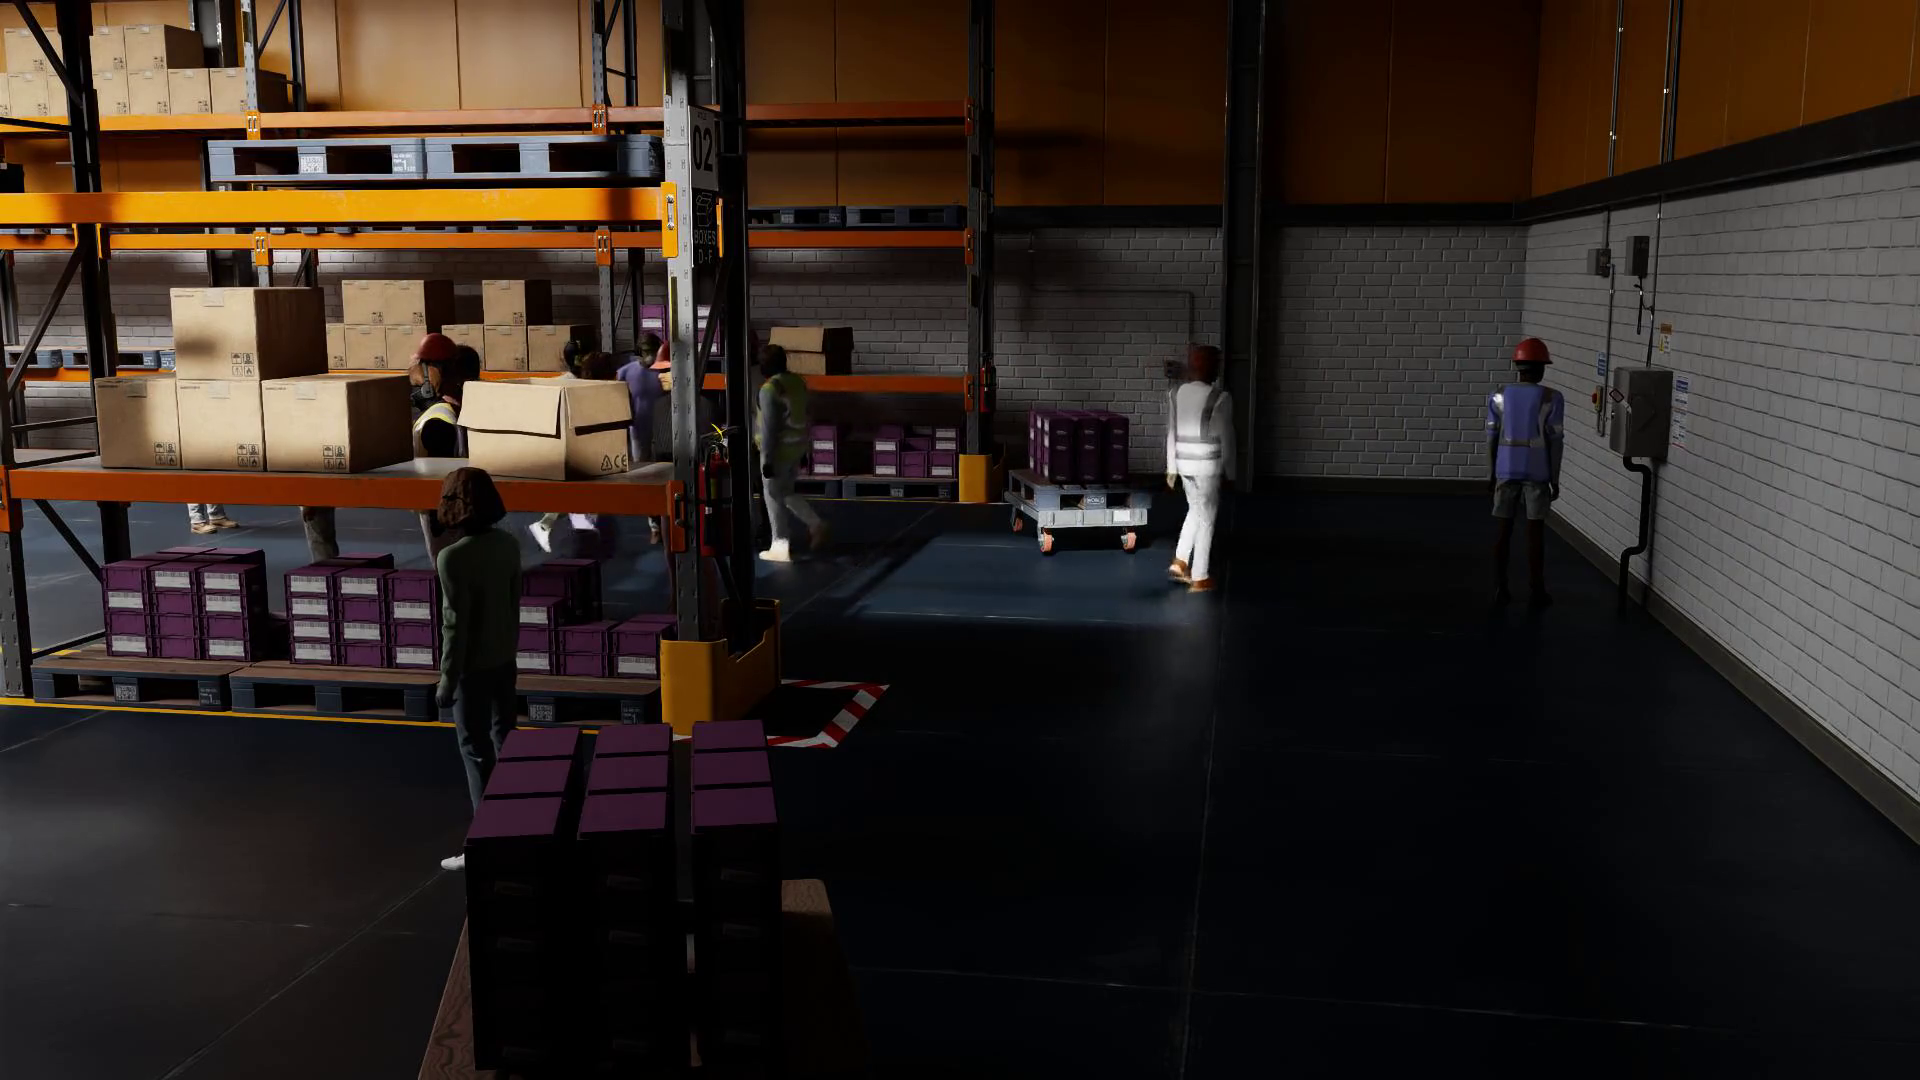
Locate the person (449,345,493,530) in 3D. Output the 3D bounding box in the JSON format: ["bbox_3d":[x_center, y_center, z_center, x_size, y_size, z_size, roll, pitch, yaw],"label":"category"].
[{"bbox_3d":[-3.389,-0.423,11.778,0.415,1.910,0.698,-3,10,-17],"label":"person"}]

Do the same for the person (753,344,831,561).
[{"bbox_3d":[-1.437,-0.708,13.754,0.548,1.822,0.645,4,10,25],"label":"person"}]

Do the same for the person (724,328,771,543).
[{"bbox_3d":[-1.875,-0.907,14.633,0.361,1.938,0.545,6,11,34],"label":"person"}]

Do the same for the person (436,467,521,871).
[{"bbox_3d":[-1.941,0.518,6.727,0.275,1.632,0.507,3,10,17],"label":"person"}]

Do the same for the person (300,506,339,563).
[{"bbox_3d":[-4.449,-0.330,11.416,0.404,1.820,0.592,-3,9,-15],"label":"person"}]

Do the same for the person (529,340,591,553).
[{"bbox_3d":[-3.347,-0.776,14.139,0.657,1.845,0.514,-6,11,-34],"label":"person"}]

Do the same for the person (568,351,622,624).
[{"bbox_3d":[-2.497,-0.328,11.215,0.441,1.883,0.708,-1,9,-6],"label":"person"}]

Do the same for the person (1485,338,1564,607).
[{"bbox_3d":[4.078,-0.486,12.032,0.547,1.934,0.375,6,11,33],"label":"person"}]

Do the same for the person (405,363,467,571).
[{"bbox_3d":[-3.369,-0.214,10.679,0.430,1.835,0.621,-4,10,-21],"label":"person"}]

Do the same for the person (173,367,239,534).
[{"bbox_3d":[-6.986,-0.987,15.419,0.429,1.845,0.633,2,9,13],"label":"person"}]

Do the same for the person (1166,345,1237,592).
[{"bbox_3d":[1.833,-0.531,12.506,0.417,1.866,0.599,-8,12,-41],"label":"person"}]

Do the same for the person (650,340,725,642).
[{"bbox_3d":[-1.737,-0.260,10.437,0.614,1.993,0.395,8,12,41],"label":"person"}]

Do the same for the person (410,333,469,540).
[{"bbox_3d":[-3.530,-0.413,11.385,0.375,1.997,0.612,-1,9,-8],"label":"person"}]

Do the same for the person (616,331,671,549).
[{"bbox_3d":[-2.672,-0.856,14.467,0.637,1.890,0.896,-1,9,-6],"label":"person"}]
